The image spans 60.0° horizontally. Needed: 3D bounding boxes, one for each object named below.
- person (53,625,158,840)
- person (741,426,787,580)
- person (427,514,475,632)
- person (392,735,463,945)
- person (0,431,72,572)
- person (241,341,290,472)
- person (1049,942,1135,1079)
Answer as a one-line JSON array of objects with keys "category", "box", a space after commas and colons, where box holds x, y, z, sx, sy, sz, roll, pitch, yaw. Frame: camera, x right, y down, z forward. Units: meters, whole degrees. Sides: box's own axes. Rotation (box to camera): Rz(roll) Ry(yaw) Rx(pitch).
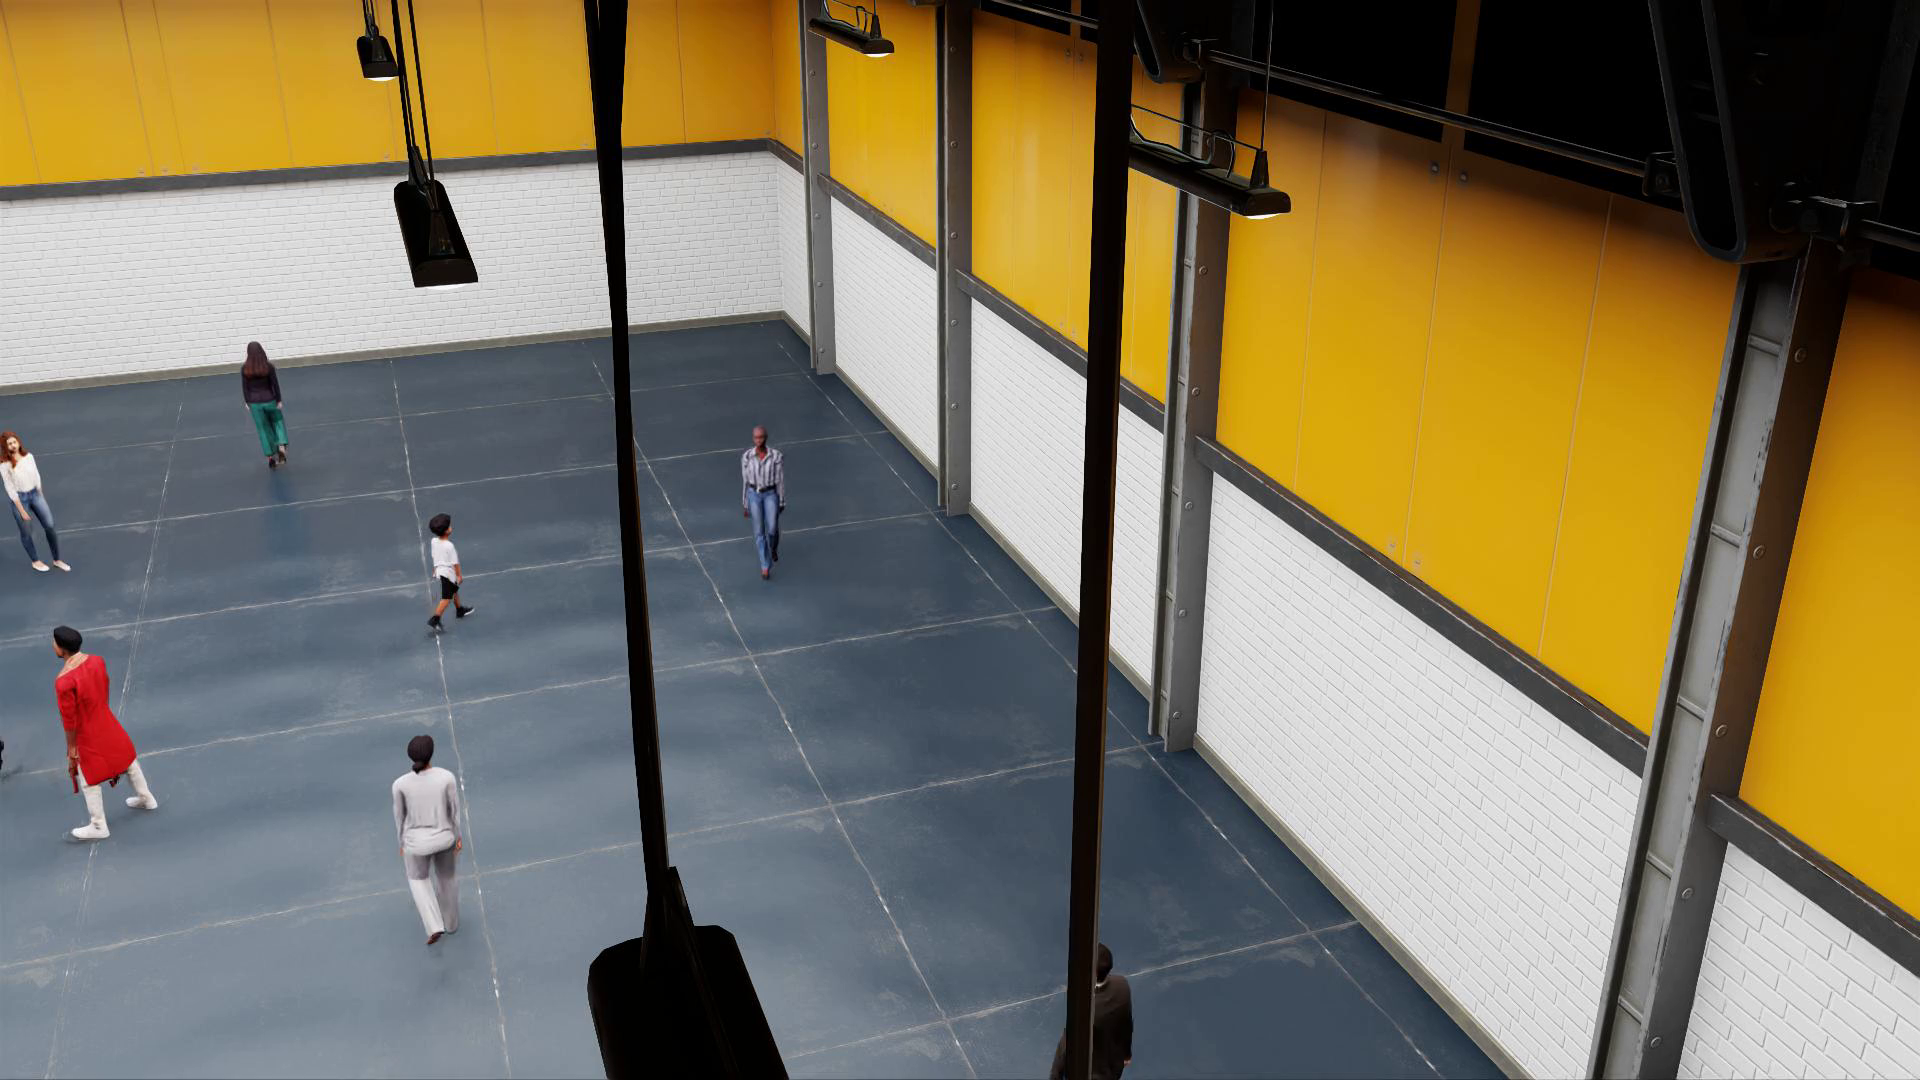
[{"category": "person", "box": [-7.238, 1.575, 13.890, 0.946, 1.872, 0.834, 6, 24, 13]}, {"category": "person", "box": [-2.203, -0.450, 18.637, 0.747, 1.782, 0.811, -1, 24, -2]}, {"category": "person", "box": [-5.439, 0.350, 17.476, 0.871, 1.246, 0.856, 16, 28, 32]}, {"category": "person", "box": [-3.963, 2.287, 12.458, 0.637, 1.715, 0.799, -8, 25, -18]}, {"category": "person", "box": [-10.550, -0.436, 18.691, 0.876, 1.713, 0.795, 15, 28, 31]}, {"category": "person", "box": [-9.035, -1.711, 21.589, 0.604, 1.728, 0.674, -9, 25, -19]}, {"category": "person", "box": [0.894, 3.256, 10.148, 0.883, 1.791, 0.853, 21, 31, 40]}]
